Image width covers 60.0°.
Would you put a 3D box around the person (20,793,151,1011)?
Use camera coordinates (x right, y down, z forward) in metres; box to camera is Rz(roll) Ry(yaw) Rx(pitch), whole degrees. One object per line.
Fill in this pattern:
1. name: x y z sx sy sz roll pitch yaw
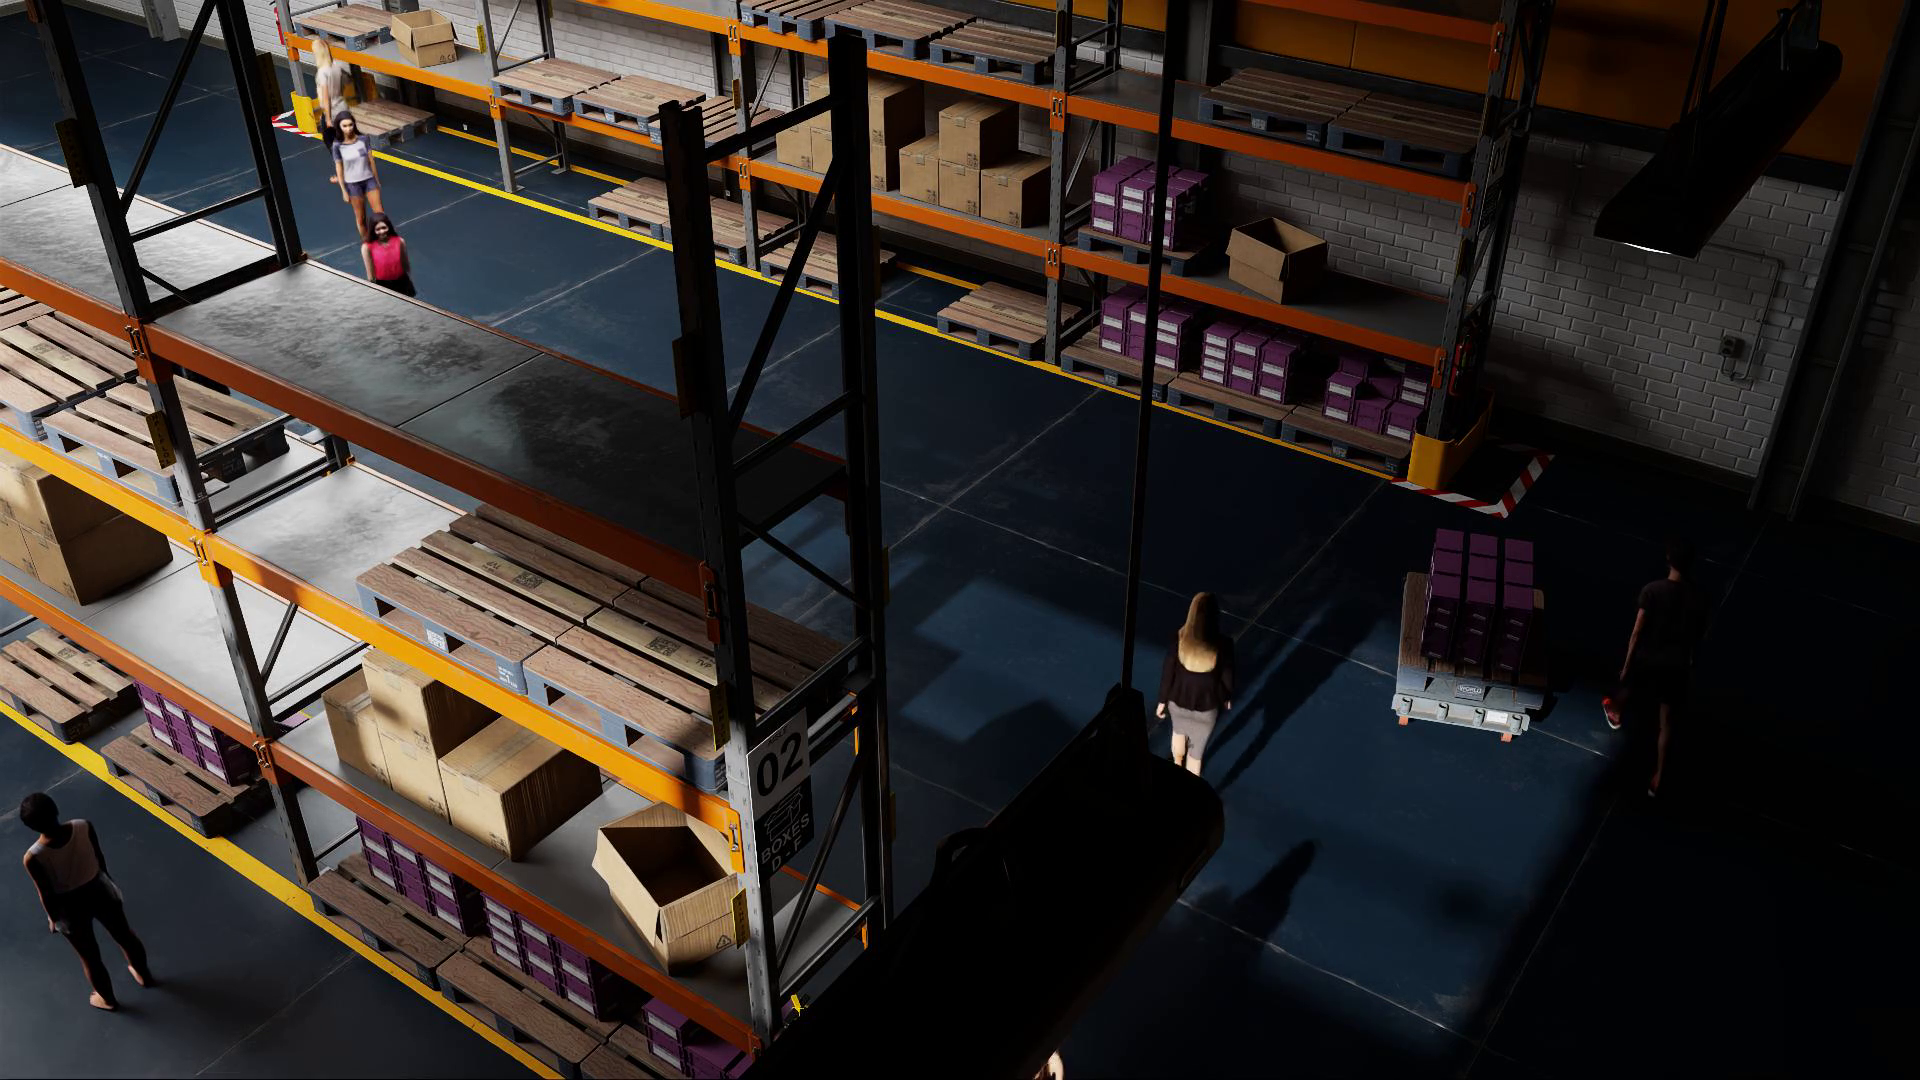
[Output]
1. person: -5.082 2.084 9.638 0.508 1.612 0.566 22 40 30

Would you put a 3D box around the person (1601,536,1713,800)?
1. person: 4.751 0.904 11.261 1.313 1.781 1.143 6 34 9

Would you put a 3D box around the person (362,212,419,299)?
1. person: -5.646 -2.487 16.480 0.665 1.651 0.748 -27 42 -34

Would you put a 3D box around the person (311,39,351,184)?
1. person: -7.628 -5.244 20.481 0.788 1.813 0.769 10 35 14

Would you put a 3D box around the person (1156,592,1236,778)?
1. person: 1.514 1.176 10.817 0.937 1.820 0.904 7 34 10

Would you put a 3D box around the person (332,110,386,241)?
1. person: -6.774 -4.017 18.720 0.718 1.720 0.745 -20 39 -27
